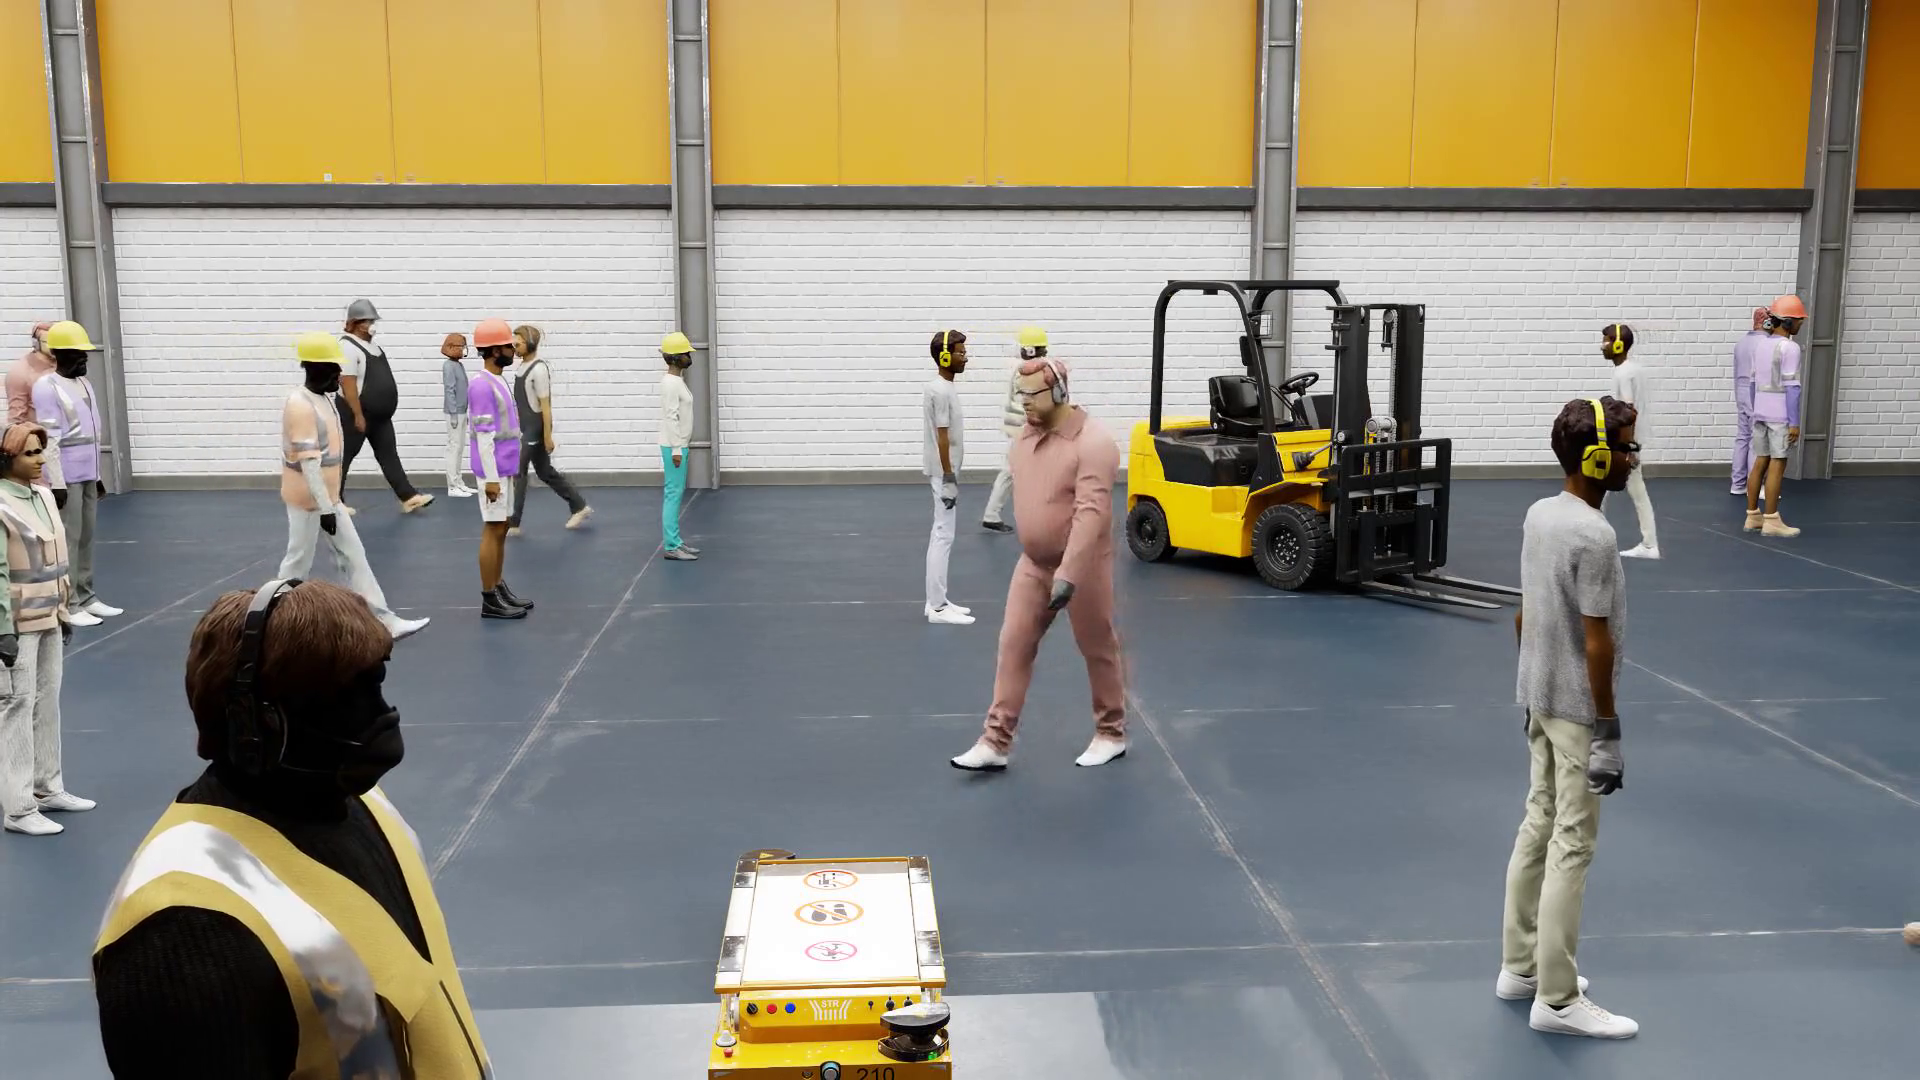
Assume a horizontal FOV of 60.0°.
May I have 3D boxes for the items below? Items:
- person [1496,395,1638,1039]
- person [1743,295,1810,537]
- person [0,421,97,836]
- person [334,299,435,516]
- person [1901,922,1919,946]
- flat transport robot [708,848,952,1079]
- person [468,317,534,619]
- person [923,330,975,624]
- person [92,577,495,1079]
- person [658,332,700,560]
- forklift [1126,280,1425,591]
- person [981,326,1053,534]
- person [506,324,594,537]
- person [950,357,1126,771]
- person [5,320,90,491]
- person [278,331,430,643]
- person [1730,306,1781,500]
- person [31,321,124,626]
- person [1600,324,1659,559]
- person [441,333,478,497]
[{"bbox_3d":[1.809,0.511,4.886,0.318,1.870,0.531,-1,9,-4],"label":"person"},{"bbox_3d":[6.959,-1.049,14.139,0.372,2.042,0.615,-1,9,-4],"label":"person"},{"bbox_3d":[-3.721,0.343,6.642,0.306,1.645,0.522,-1,9,-4],"label":"person"},{"bbox_3d":[-5.424,-1.226,15.259,1.021,2.000,0.693,1,9,8],"label":"person"},{"bbox_3d":[3.625,0.506,5.196,0.994,1.788,0.627,1,9,5],"label":"person"},{"bbox_3d":[-0.394,1.269,5.127,0.652,0.197,1.431,-1,9,-4],"label":"flat transport robot"},{"bbox_3d":[-2.984,-0.464,10.774,0.340,1.942,0.552,-1,9,-4],"label":"person"},{"bbox_3d":[-0.076,-0.402,10.620,0.318,1.870,0.531,-1,9,-4],"label":"person"},{"bbox_3d":[-0.822,0.956,2.177,0.429,1.843,0.633,-1,9,-4],"label":"person"},{"bbox_3d":[-2.198,-0.729,12.986,0.296,1.772,0.533,-1,9,-4],"label":"person"},{"bbox_3d":[2.301,-0.860,12.475,1.214,2.155,2.313,-6,11,-35],"label":"forklift"},{"bbox_3d":[0.618,-0.929,14.203,0.954,1.776,0.625,0,9,1],"label":"person"},{"bbox_3d":[-3.599,-0.942,14.227,0.934,1.810,0.516,-4,10,-26],"label":"person"},{"bbox_3d":[0.388,0.133,7.317,0.974,1.854,0.645,-9,12,-43],"label":"person"},{"bbox_3d":[-6.949,-0.741,12.728,0.555,1.878,0.671,5,10,30],"label":"person"},{"bbox_3d":[-3.619,-0.258,9.670,0.953,1.882,0.611,-1,9,-4],"label":"person"},{"bbox_3d":[7.934,-1.356,16.495,0.409,1.907,0.651,-1,9,-4],"label":"person"},{"bbox_3d":[-5.612,-0.422,10.564,0.366,1.926,0.594,-1,9,-4],"label":"person"},{"bbox_3d":[5.095,-0.766,13.056,0.916,1.826,0.531,6,11,32],"label":"person"},{"bbox_3d":[-5.040,-1.253,16.697,0.276,1.633,0.507,-1,9,-4],"label":"person"}]
